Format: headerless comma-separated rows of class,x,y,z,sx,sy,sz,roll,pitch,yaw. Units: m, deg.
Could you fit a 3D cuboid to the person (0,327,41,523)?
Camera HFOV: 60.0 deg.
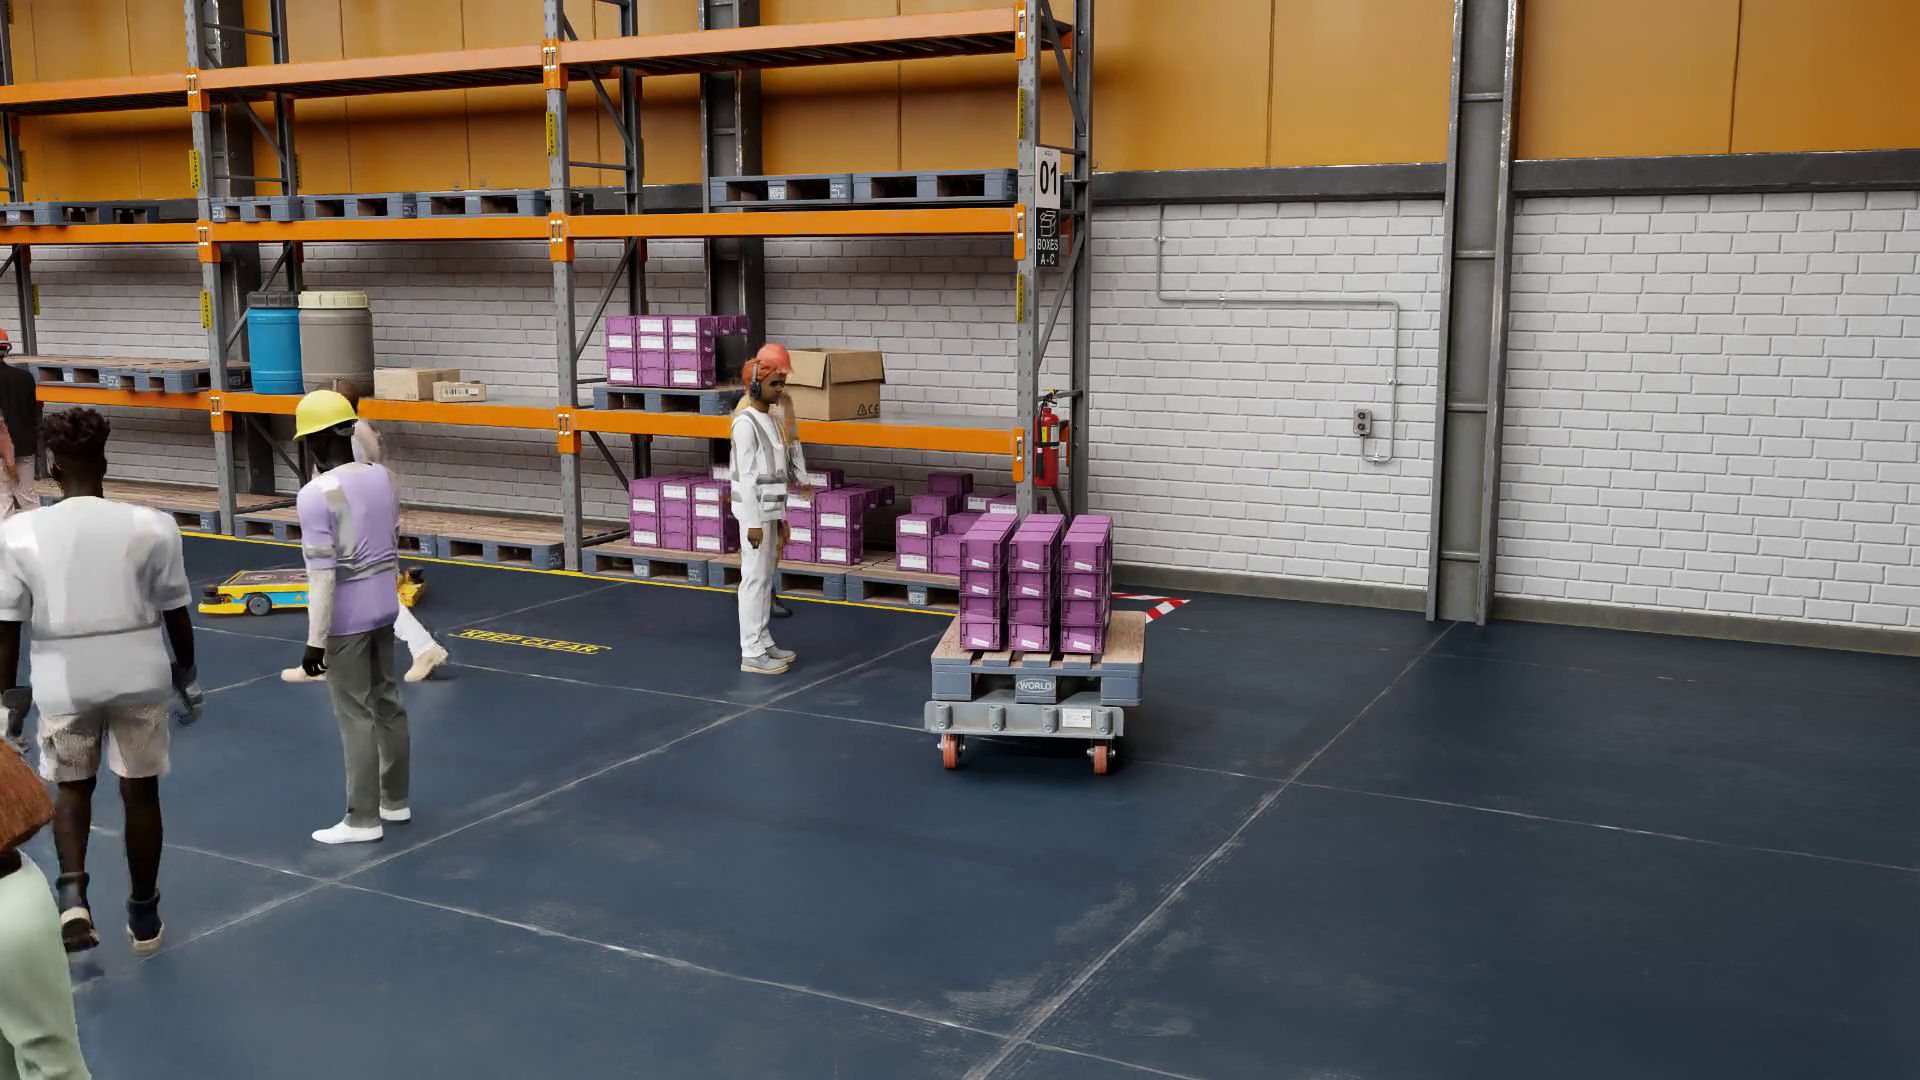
person,-7.510,-0.693,13.060,0.384,1.996,0.610,3,10,18

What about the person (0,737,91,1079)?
person,-1.826,1.127,3.027,0.831,1.591,0.523,-6,11,-34

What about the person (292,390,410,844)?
person,-2.578,0.327,7.013,0.393,1.916,0.587,3,10,15

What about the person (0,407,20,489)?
person,-7.320,-0.536,12.248,0.902,1.946,0.623,4,10,22

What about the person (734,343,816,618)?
person,-1.284,-0.408,11.581,0.592,1.911,0.540,4,10,24

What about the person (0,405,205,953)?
person,-3.000,0.507,5.805,0.632,1.945,0.477,-4,10,-21

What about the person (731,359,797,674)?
person,-1.191,-0.146,10.035,0.356,1.882,0.574,1,9,6

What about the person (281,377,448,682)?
person,-3.489,-0.046,9.680,0.919,1.808,0.629,-2,10,-15

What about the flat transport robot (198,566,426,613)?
flat transport robot,-4.624,0.349,11.936,1.431,0.197,0.652,-2,9,-9
